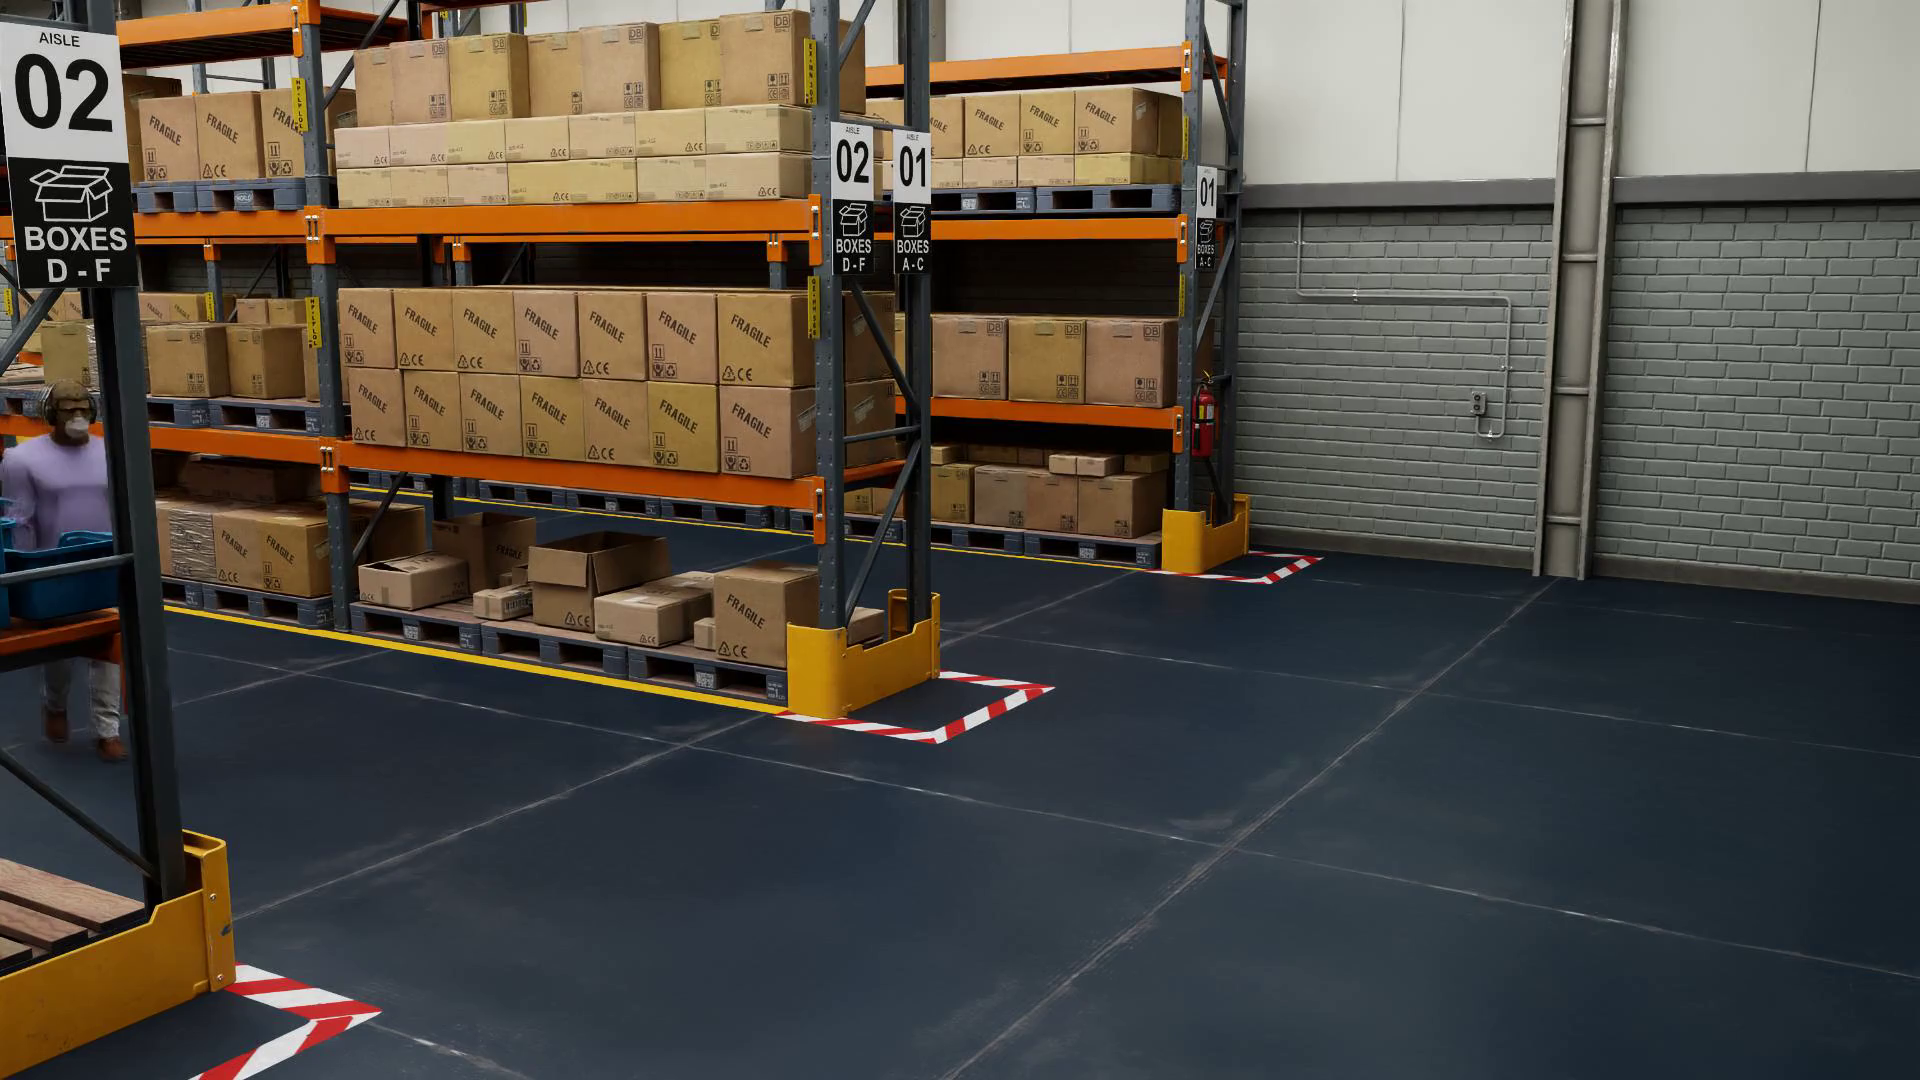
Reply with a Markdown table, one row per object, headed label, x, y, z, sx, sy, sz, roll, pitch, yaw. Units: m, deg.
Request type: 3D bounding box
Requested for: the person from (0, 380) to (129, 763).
| label | x | y | z | sx | sy | sz | roll | pitch | yaw |
| --- | --- | --- | --- | --- | --- | --- | --- | --- | --- |
| person | -4.432 | 0.155 | 8.359 | 0.536 | 1.929 | 0.646 | 9 | 13 | 43 |
